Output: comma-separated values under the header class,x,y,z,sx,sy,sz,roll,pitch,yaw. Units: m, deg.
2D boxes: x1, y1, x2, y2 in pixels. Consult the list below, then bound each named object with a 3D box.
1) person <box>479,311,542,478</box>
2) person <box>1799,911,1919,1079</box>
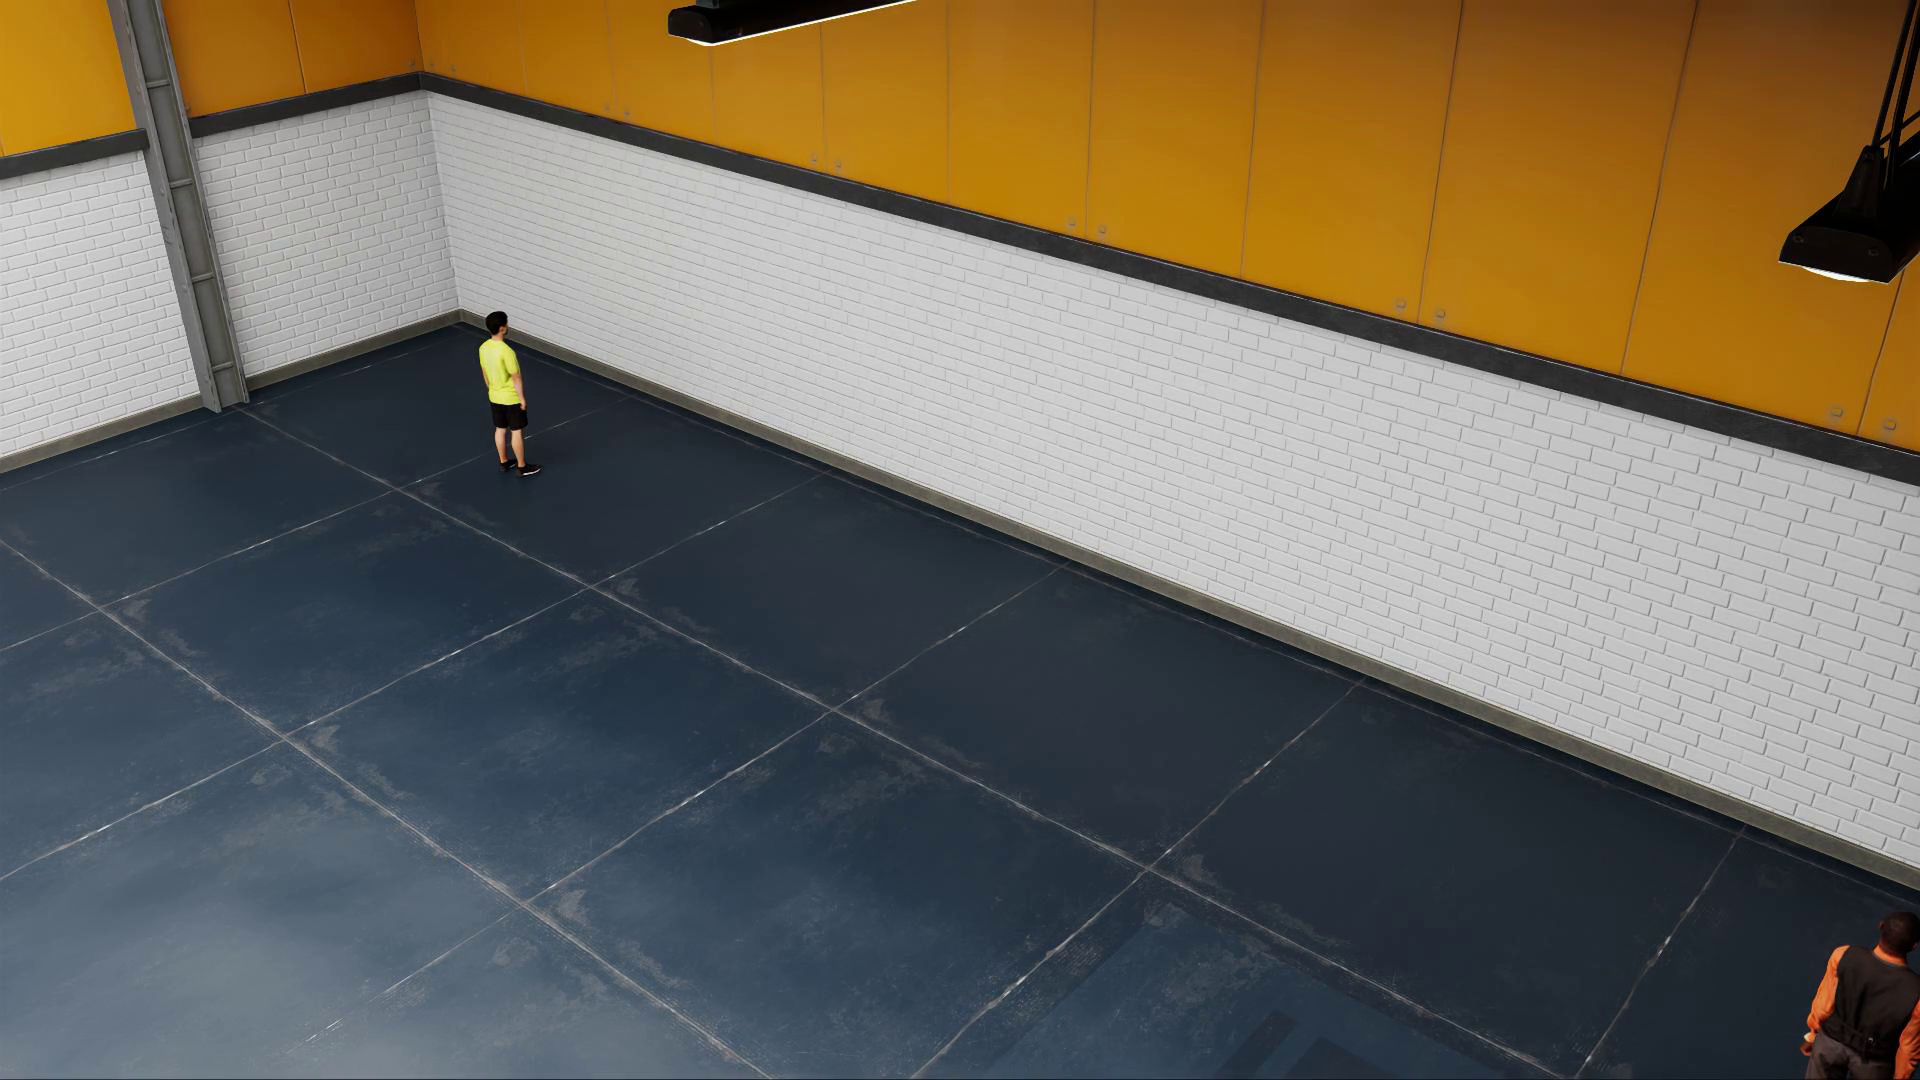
class,x,y,z,sx,sy,sz,roll,pitch,yaw
person,-4.501,-1.448,16.473,0.660,1.709,0.580,16,32,27
person,4.667,2.695,8.671,0.623,1.908,0.715,-26,38,-38
